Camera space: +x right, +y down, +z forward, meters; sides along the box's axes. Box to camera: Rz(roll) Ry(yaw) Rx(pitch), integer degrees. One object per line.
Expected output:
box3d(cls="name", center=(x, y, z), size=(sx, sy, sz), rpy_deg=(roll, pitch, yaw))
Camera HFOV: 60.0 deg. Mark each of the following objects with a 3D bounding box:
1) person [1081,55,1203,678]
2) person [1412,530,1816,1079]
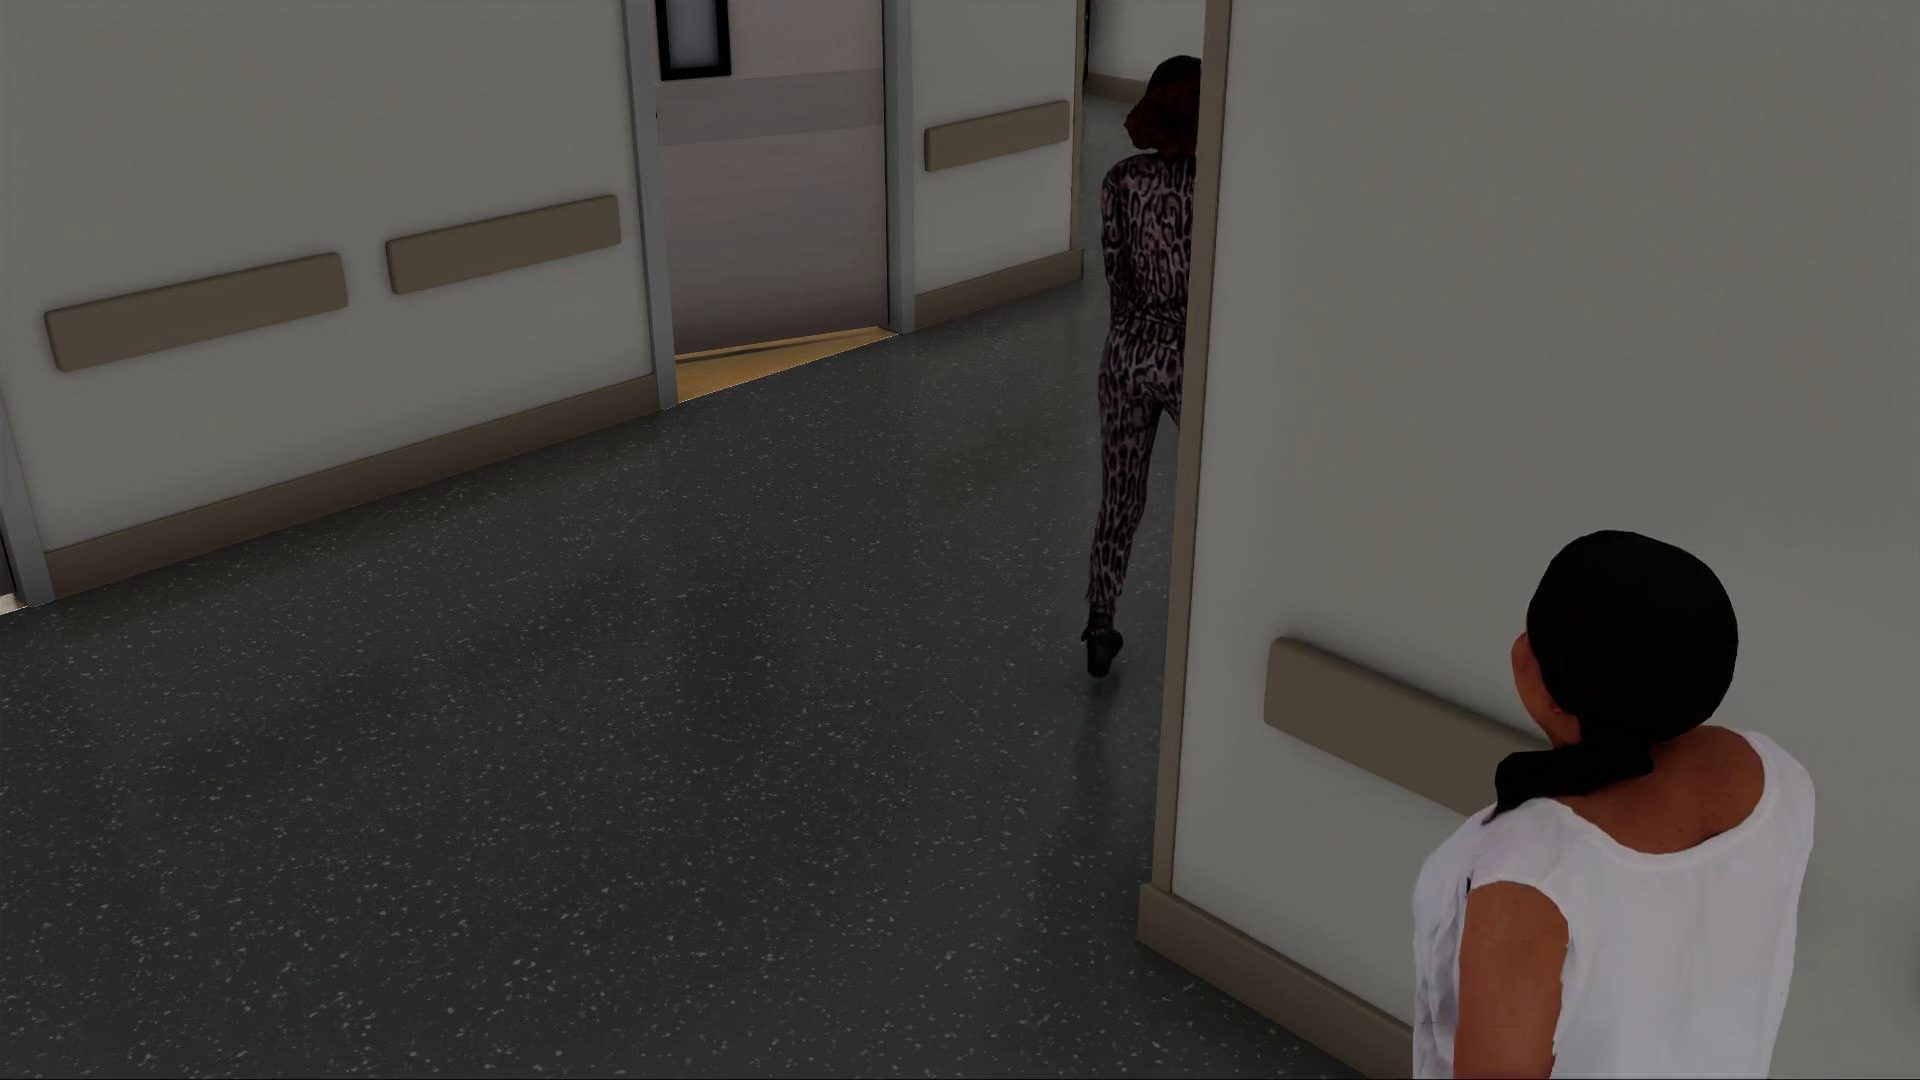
box3d(cls="person", center=(0.519, -0.413, 4.561), size=(0.833, 1.667, 1.205), rpy_deg=(12, 28, 23))
box3d(cls="person", center=(0.800, 0.791, 2.075), size=(1.110, 1.659, 0.967), rpy_deg=(-10, 28, -20))
